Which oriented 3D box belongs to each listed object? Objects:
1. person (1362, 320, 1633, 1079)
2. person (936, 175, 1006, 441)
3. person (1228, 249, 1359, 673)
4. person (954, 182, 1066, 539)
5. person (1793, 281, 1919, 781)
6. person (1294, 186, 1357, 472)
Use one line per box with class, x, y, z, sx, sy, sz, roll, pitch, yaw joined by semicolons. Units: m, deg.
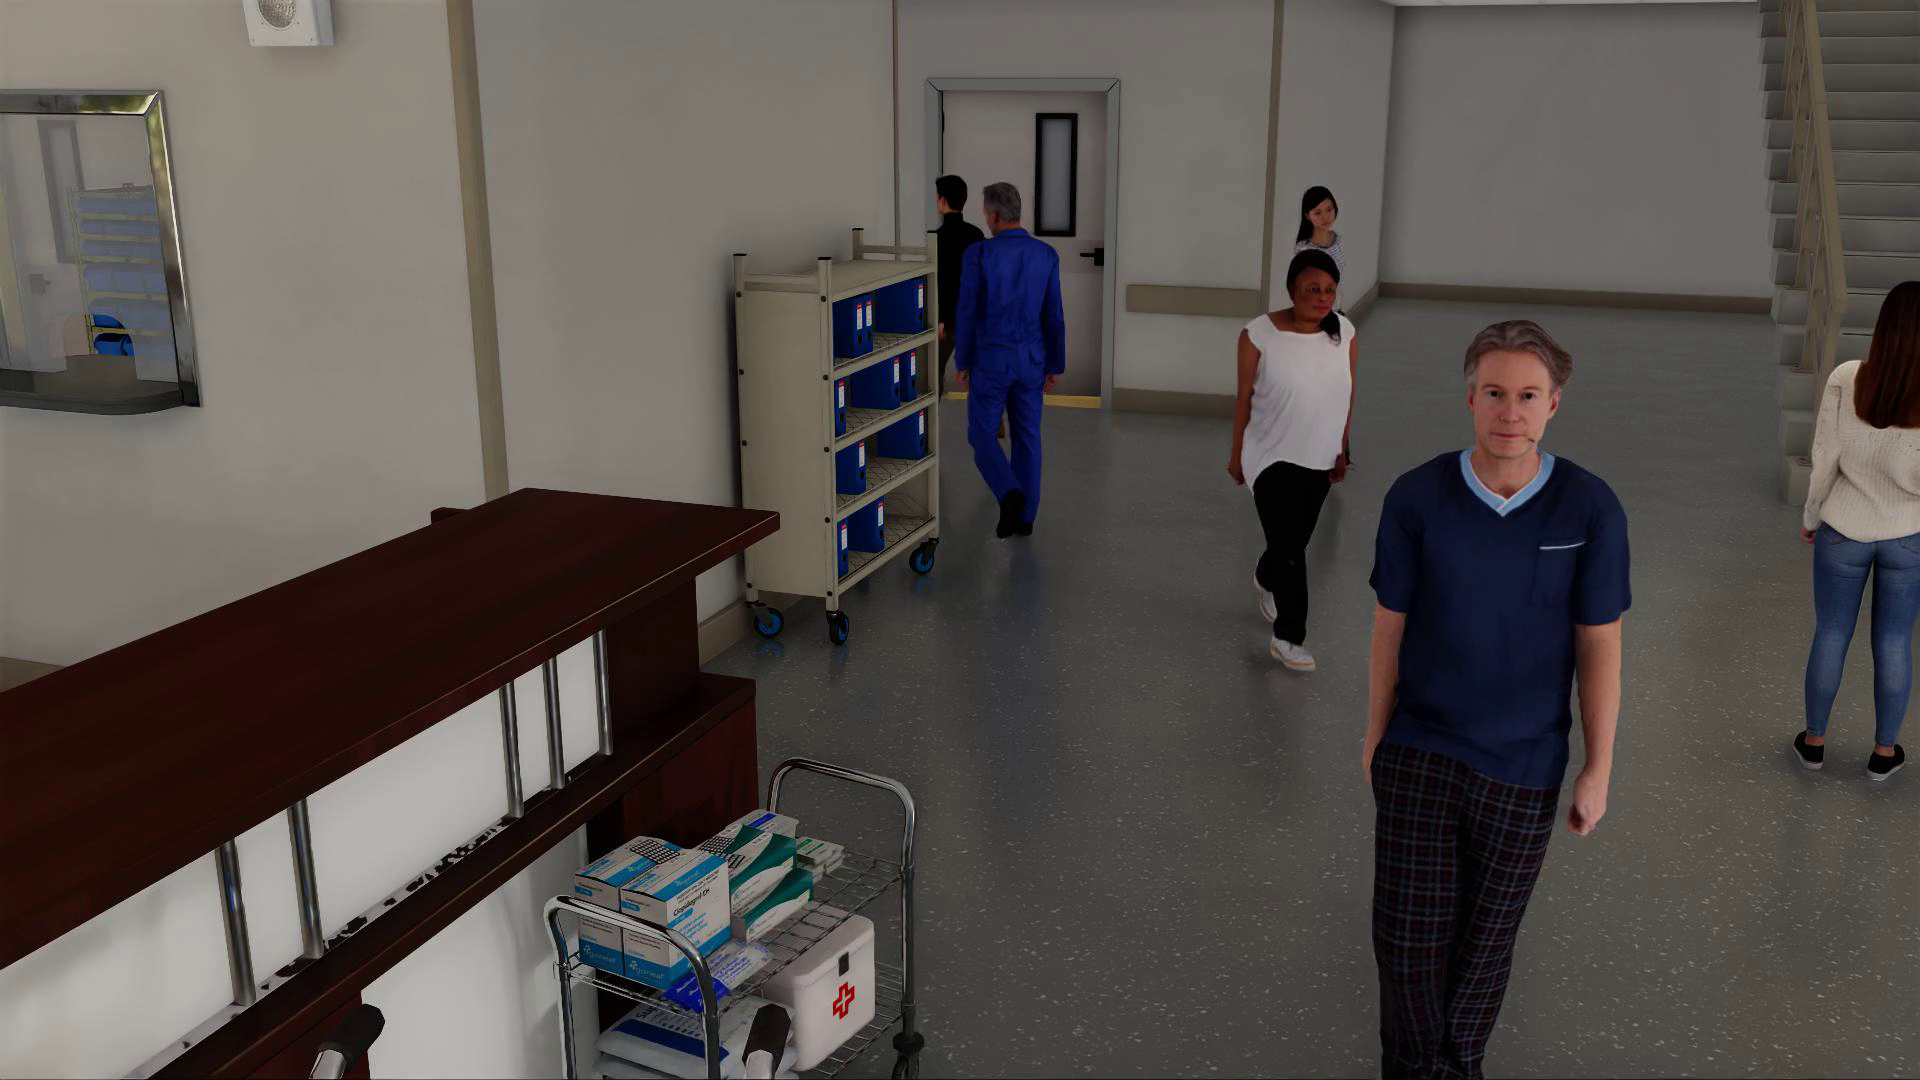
person;1.124;0.440;3.642;0.708;1.860;0.685;4;16;13
person;0.039;-1.421;10.565;1.138;1.686;1.046;-15;21;-42
person;1.359;-0.355;6.847;1.042;1.652;1.178;-4;16;-15
person;0.256;-0.855;8.338;1.025;1.806;1.100;-3;16;-12
person;3.097;-0.028;5.615;0.659;1.692;0.597;9;18;29
person;2.088;-1.245;9.937;0.984;1.689;1.018;-14;21;-40
